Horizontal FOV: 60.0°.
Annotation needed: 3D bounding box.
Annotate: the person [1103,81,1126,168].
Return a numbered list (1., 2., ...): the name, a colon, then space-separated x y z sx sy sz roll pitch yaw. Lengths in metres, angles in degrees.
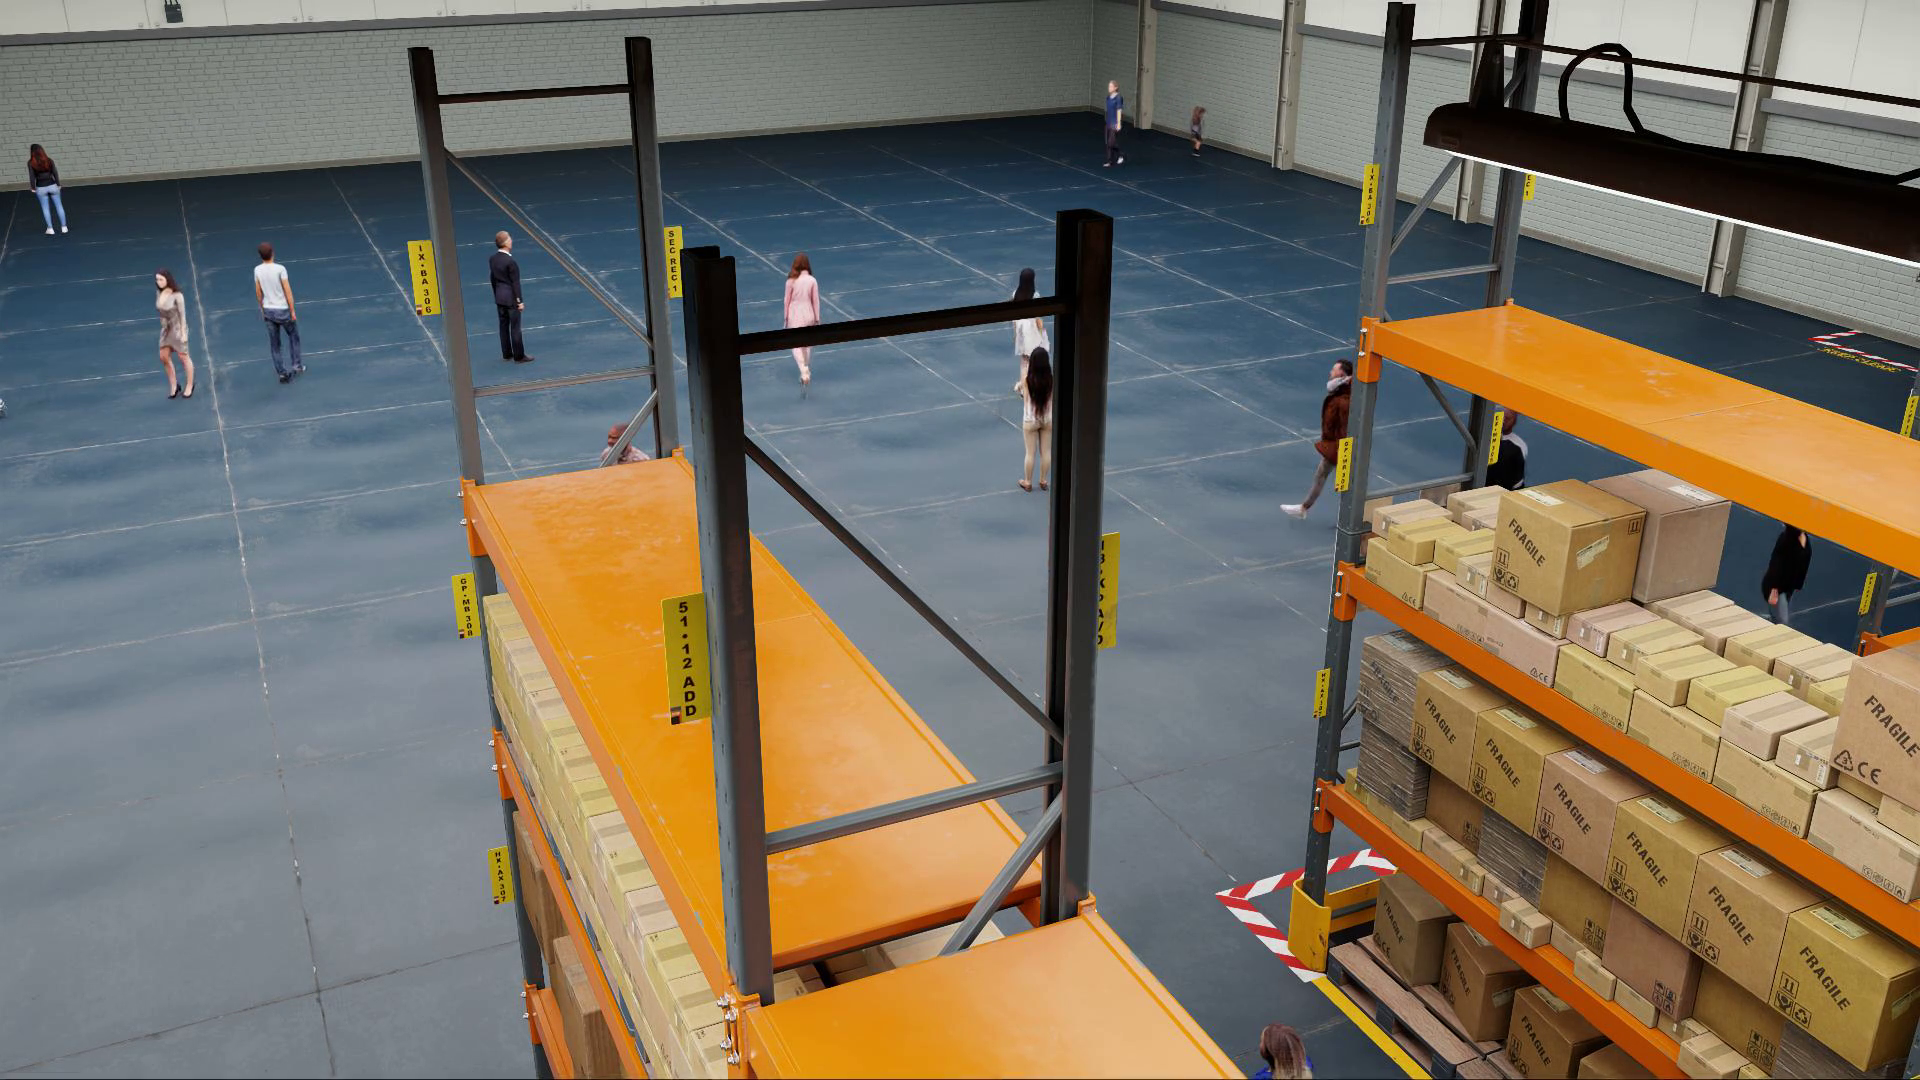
1. person: 3.412 -9.110 36.459 0.789 1.855 0.734 -15 27 -32

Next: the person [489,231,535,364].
1. person: -6.255 -3.368 23.008 0.706 1.815 0.829 16 28 33

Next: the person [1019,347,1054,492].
1. person: 0.870 -1.329 18.420 0.617 1.652 0.566 -10 25 -23

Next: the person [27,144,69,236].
1. person: -16.720 -6.435 30.452 0.682 1.634 0.621 -16 28 -33

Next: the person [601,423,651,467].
1. person: -3.127 -0.266 15.724 0.761 1.806 0.820 8 24 18

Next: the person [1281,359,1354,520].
1. person: 4.064 -0.979 17.432 1.214 1.783 1.168 7 24 17

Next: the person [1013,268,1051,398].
1. person: 0.831 -2.569 21.191 0.872 1.766 0.910 14 27 30

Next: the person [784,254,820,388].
1. person: -2.075 -2.836 21.799 0.696 1.782 0.992 -7 24 -15

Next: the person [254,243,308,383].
1. person: -9.098 -2.997 22.090 0.849 1.851 0.950 -1 23 -2

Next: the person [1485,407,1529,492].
1. person: 5.249 -0.465 16.189 1.055 1.808 1.031 17 28 34

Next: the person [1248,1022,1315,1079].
1. person: 1.571 3.073 8.028 0.767 1.685 0.941 -19 30 -38

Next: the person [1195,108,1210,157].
1. person: 5.483 -9.299 37.898 0.637 1.076 0.583 4 23 9

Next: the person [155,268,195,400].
1. person: -10.100 -2.687 21.516 0.746 1.730 0.807 8 24 19
